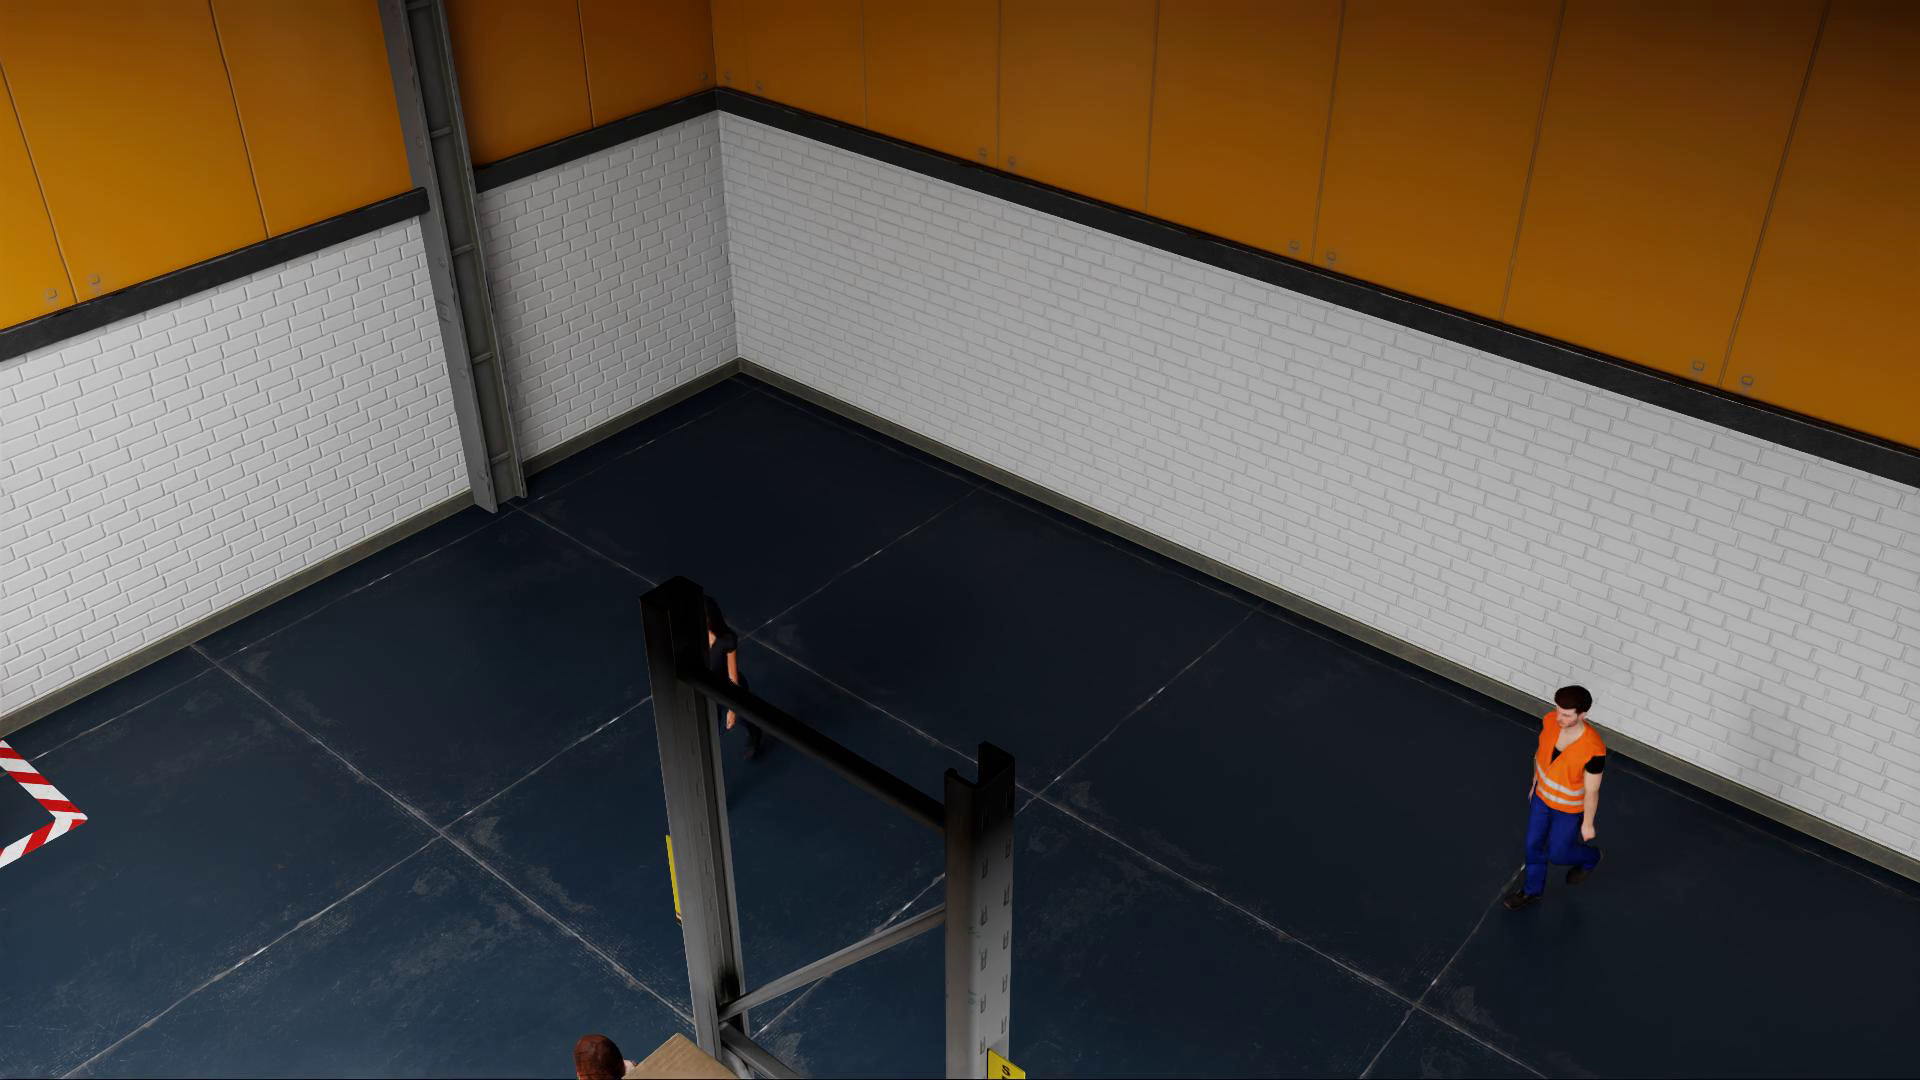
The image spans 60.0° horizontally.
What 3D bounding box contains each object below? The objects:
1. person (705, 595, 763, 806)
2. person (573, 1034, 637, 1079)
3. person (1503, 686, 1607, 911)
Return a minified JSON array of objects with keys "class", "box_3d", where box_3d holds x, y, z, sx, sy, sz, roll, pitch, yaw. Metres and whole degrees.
[{"class":"person","box_3d":[-1.613,1.060,11.676,0.858,1.685,1.251,10,35,15]},{"class":"person","box_3d":[-1.661,3.186,8.395,0.722,1.775,0.761,21,39,28]},{"class":"person","box_3d":[3.934,1.625,10.678,1.076,1.848,0.923,-14,36,-20]}]
